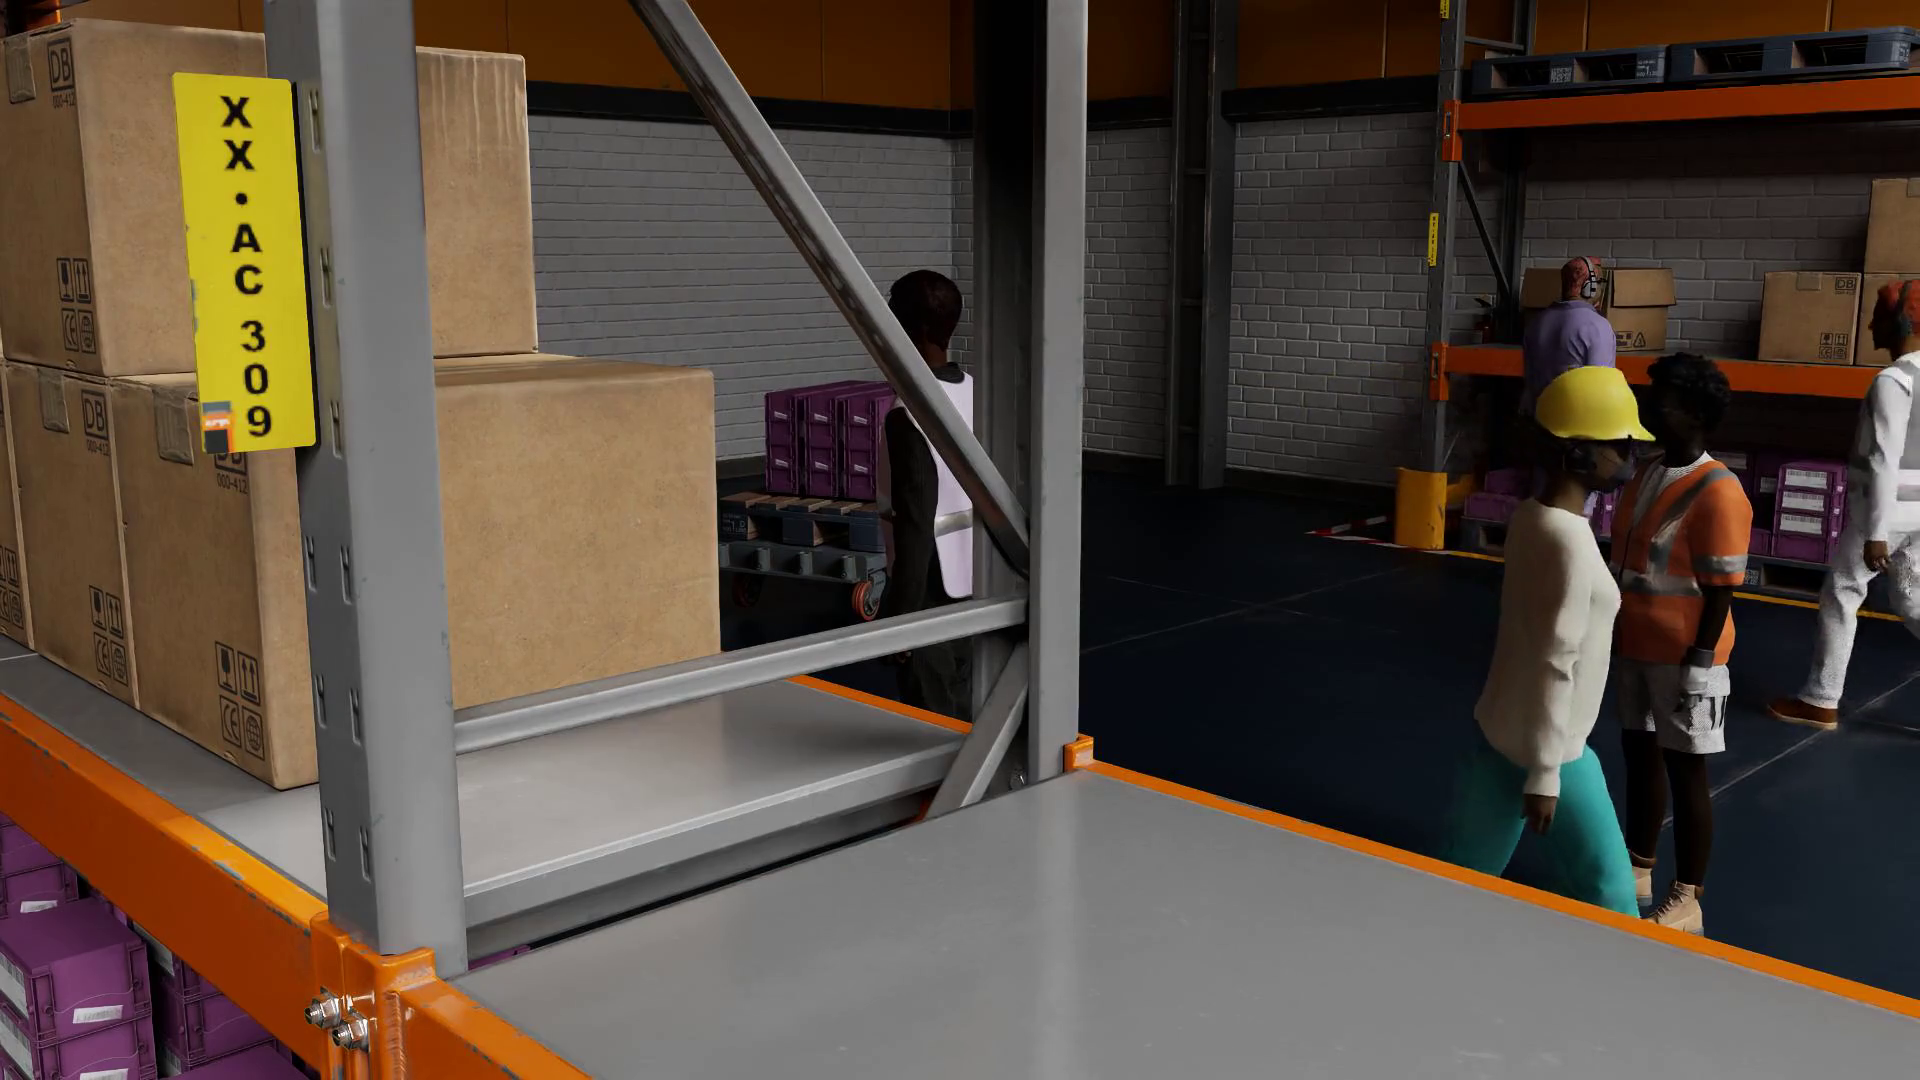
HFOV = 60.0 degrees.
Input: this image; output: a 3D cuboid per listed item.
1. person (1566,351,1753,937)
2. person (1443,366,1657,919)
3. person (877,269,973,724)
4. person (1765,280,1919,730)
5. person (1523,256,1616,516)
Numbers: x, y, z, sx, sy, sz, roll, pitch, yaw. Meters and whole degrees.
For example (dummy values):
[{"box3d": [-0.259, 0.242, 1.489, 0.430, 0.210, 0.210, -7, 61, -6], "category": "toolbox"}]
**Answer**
[{"box3d": [2.026, 0.310, 4.787, 0.318, 1.699, 0.535, -1, 10, -8], "category": "person"}, {"box3d": [1.458, 0.462, 3.871, 0.877, 1.717, 0.547, 1, 10, 7], "category": "person"}, {"box3d": [-0.083, 0.151, 5.046, 0.392, 1.922, 0.592, 3, 11, 15], "category": "person"}, {"box3d": [3.748, -0.097, 6.571, 0.579, 1.857, 0.883, -8, 13, -36], "category": "person"}, {"box3d": [3.410, -0.611, 9.243, 0.409, 1.909, 0.639, -4, 11, -21], "category": "person"}]
